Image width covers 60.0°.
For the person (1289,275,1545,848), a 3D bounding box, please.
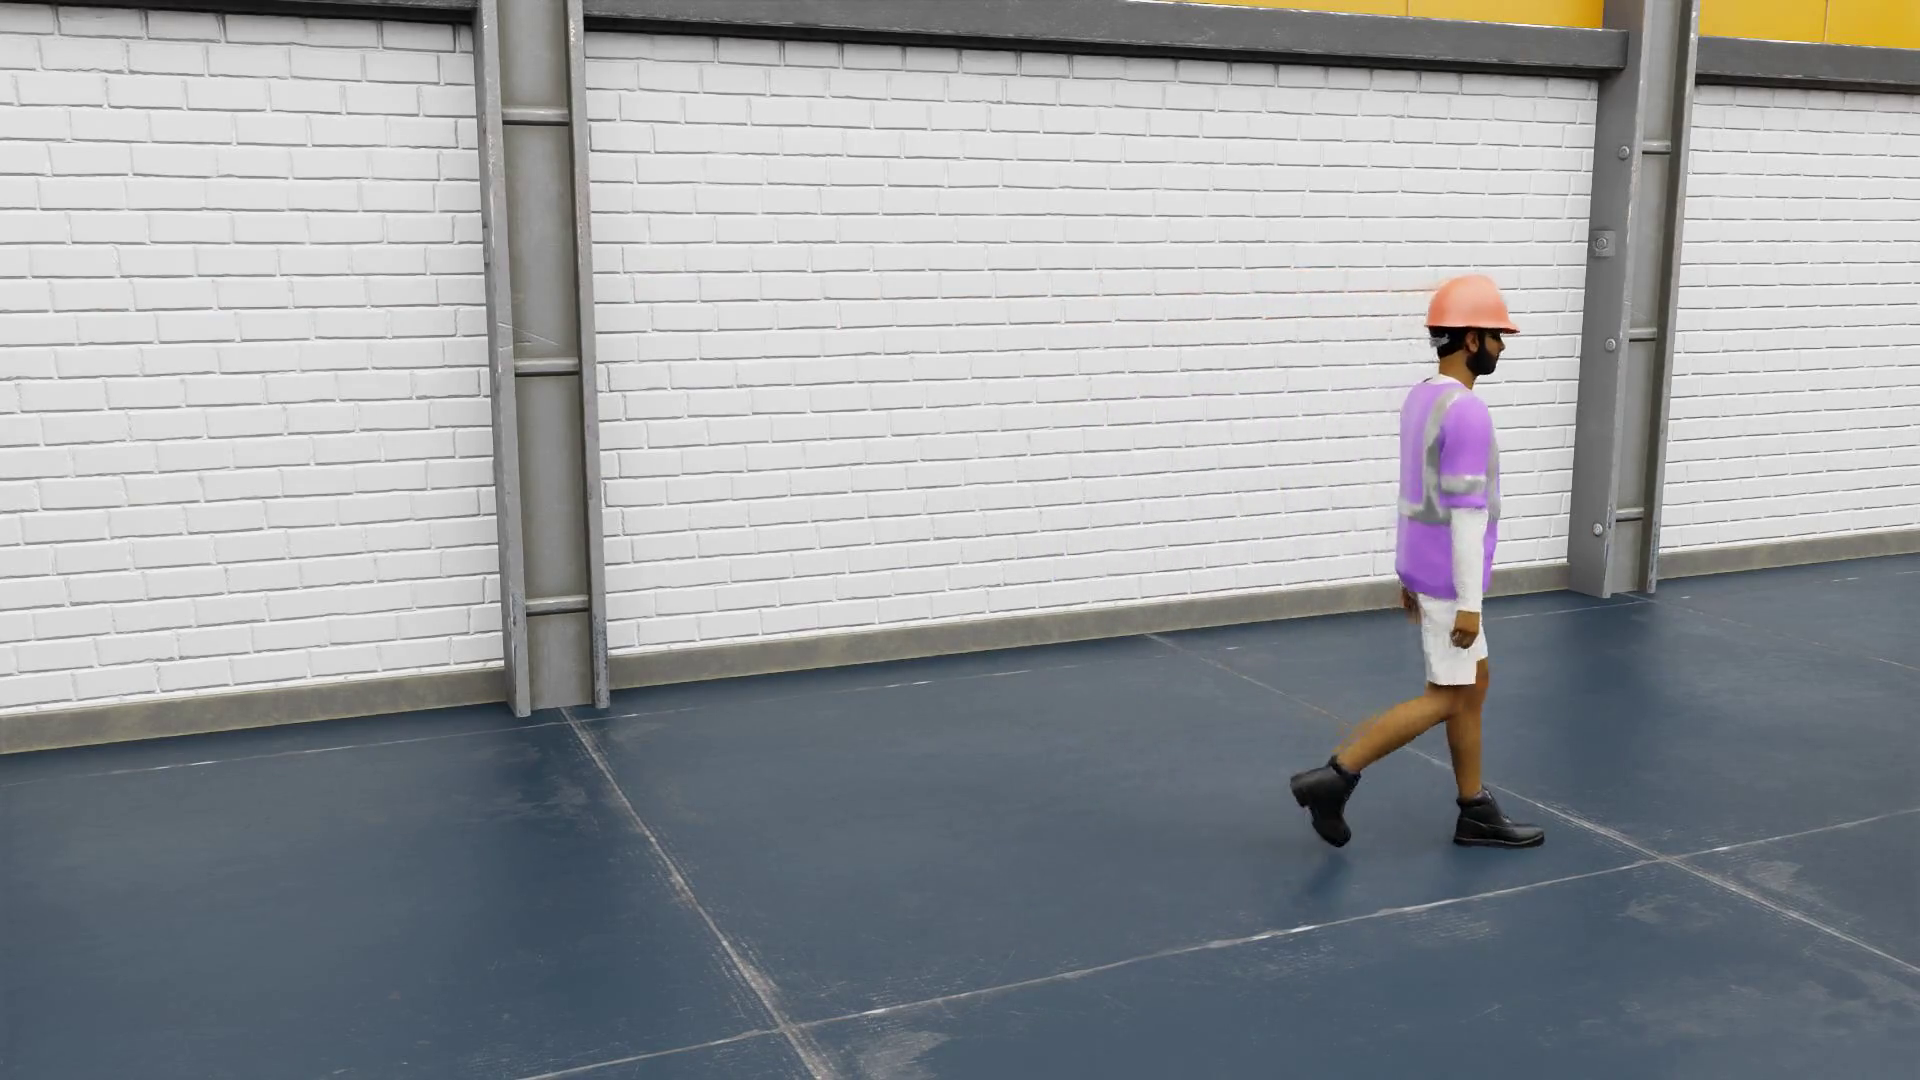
[{"bbox_3d":[1.521,0.102,5.409,0.820,1.910,0.553,0,10,-1],"label":"person"}]
